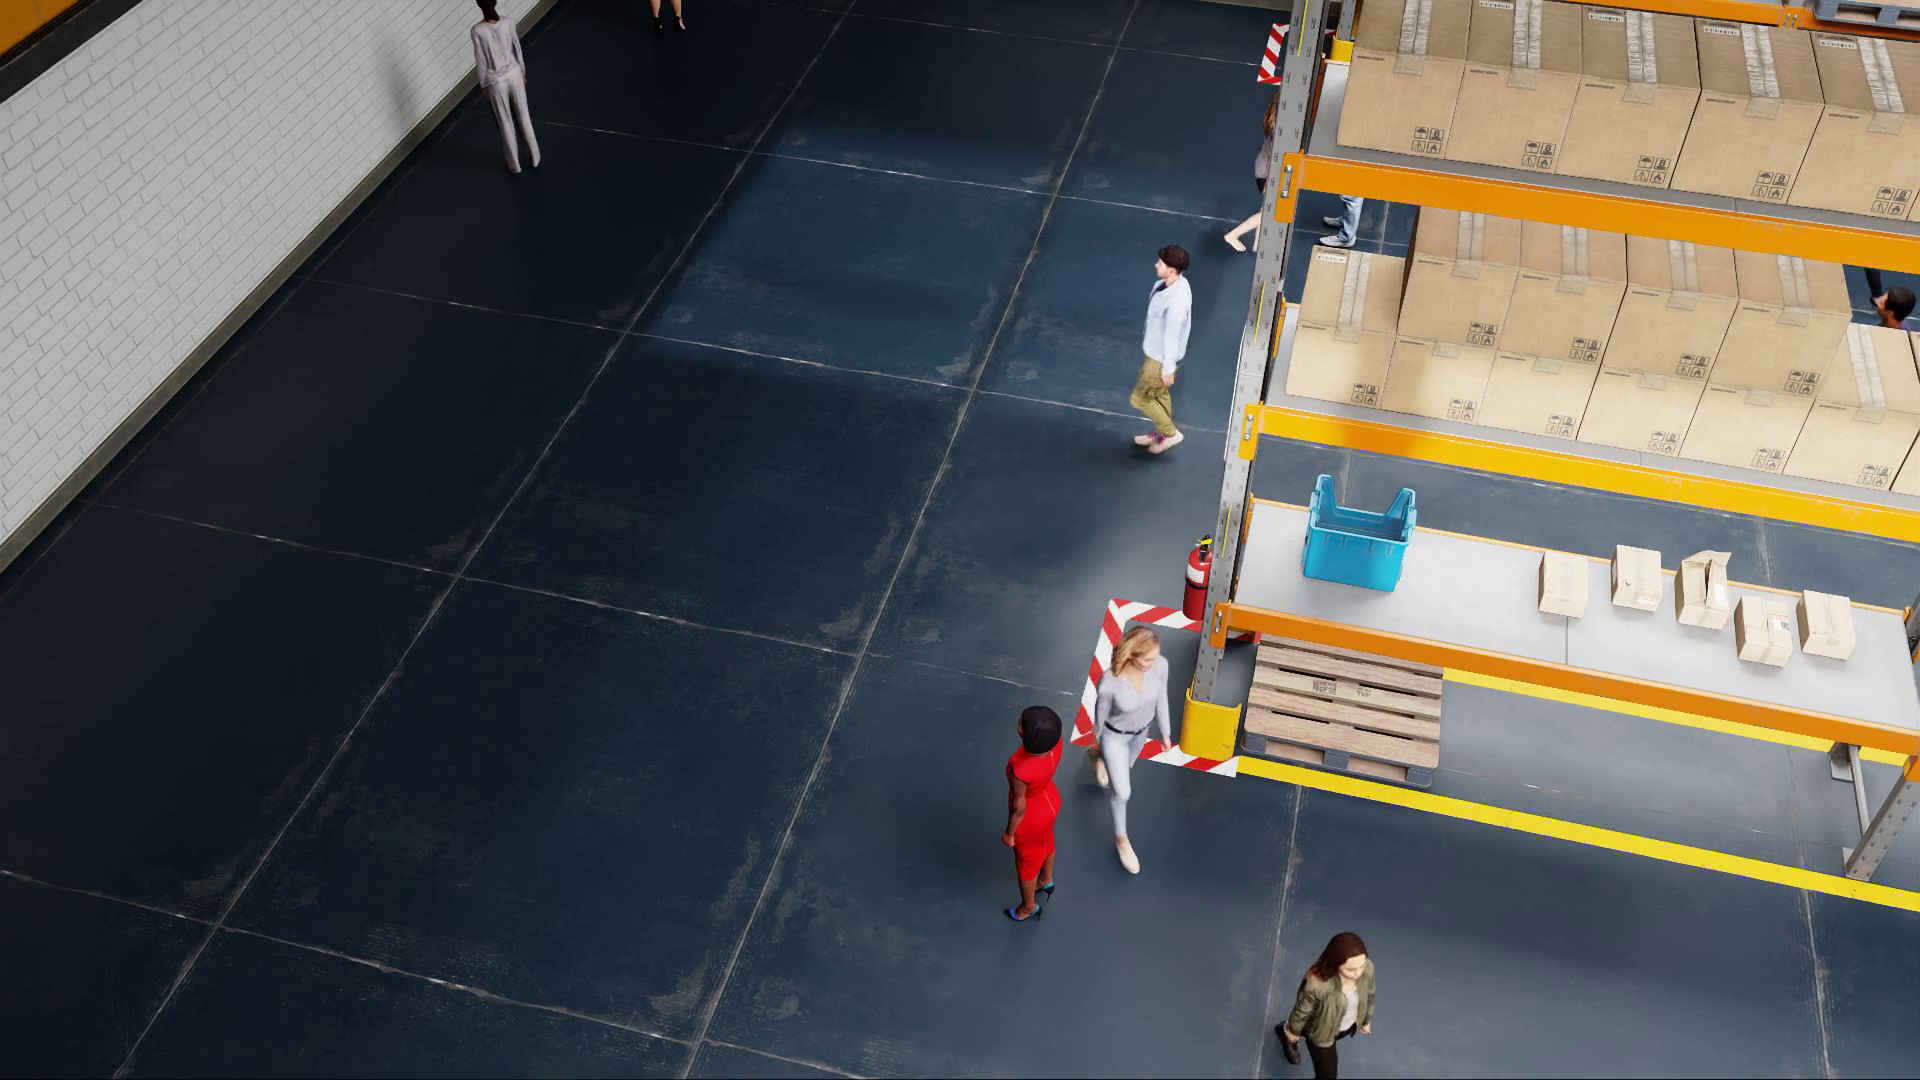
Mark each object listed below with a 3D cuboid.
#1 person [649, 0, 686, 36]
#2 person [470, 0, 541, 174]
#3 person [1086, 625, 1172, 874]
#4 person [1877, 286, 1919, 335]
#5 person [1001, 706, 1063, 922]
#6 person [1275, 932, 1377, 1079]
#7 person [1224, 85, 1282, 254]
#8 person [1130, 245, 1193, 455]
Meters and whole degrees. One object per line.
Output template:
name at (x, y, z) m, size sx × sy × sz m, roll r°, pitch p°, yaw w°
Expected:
person at (-3.124, -6.072, 17.221) m, size 0.630 × 1.718 × 0.772 m, roll -1°, pitch 44°, yaw -1°
person at (-4.173, -4.199, 15.214) m, size 0.674 × 1.773 × 0.725 m, roll -24°, pitch 49°, yaw -23°
person at (0.936, 1.060, 9.700) m, size 1.085 × 1.765 × 1.104 m, roll -17°, pitch 46°, yaw -17°
person at (6.477, -1.050, 11.897) m, size 0.575 × 1.789 × 0.668 m, roll 16°, pitch 46°, yaw 16°
person at (0.412, 1.524, 9.228) m, size 0.589 × 1.744 × 0.619 m, roll 23°, pitch 48°, yaw 23°
person at (1.852, 2.417, 8.507) m, size 0.997 × 1.445 × 1.022 m, roll -18°, pitch 46°, yaw -18°
person at (2.561, -3.146, 14.155) m, size 0.736 × 1.710 × 0.660 m, roll 7°, pitch 44°, yaw 7°
person at (1.581, -1.352, 12.206) m, size 0.693 × 1.800 × 0.728 m, roll 5°, pitch 44°, yaw 6°
